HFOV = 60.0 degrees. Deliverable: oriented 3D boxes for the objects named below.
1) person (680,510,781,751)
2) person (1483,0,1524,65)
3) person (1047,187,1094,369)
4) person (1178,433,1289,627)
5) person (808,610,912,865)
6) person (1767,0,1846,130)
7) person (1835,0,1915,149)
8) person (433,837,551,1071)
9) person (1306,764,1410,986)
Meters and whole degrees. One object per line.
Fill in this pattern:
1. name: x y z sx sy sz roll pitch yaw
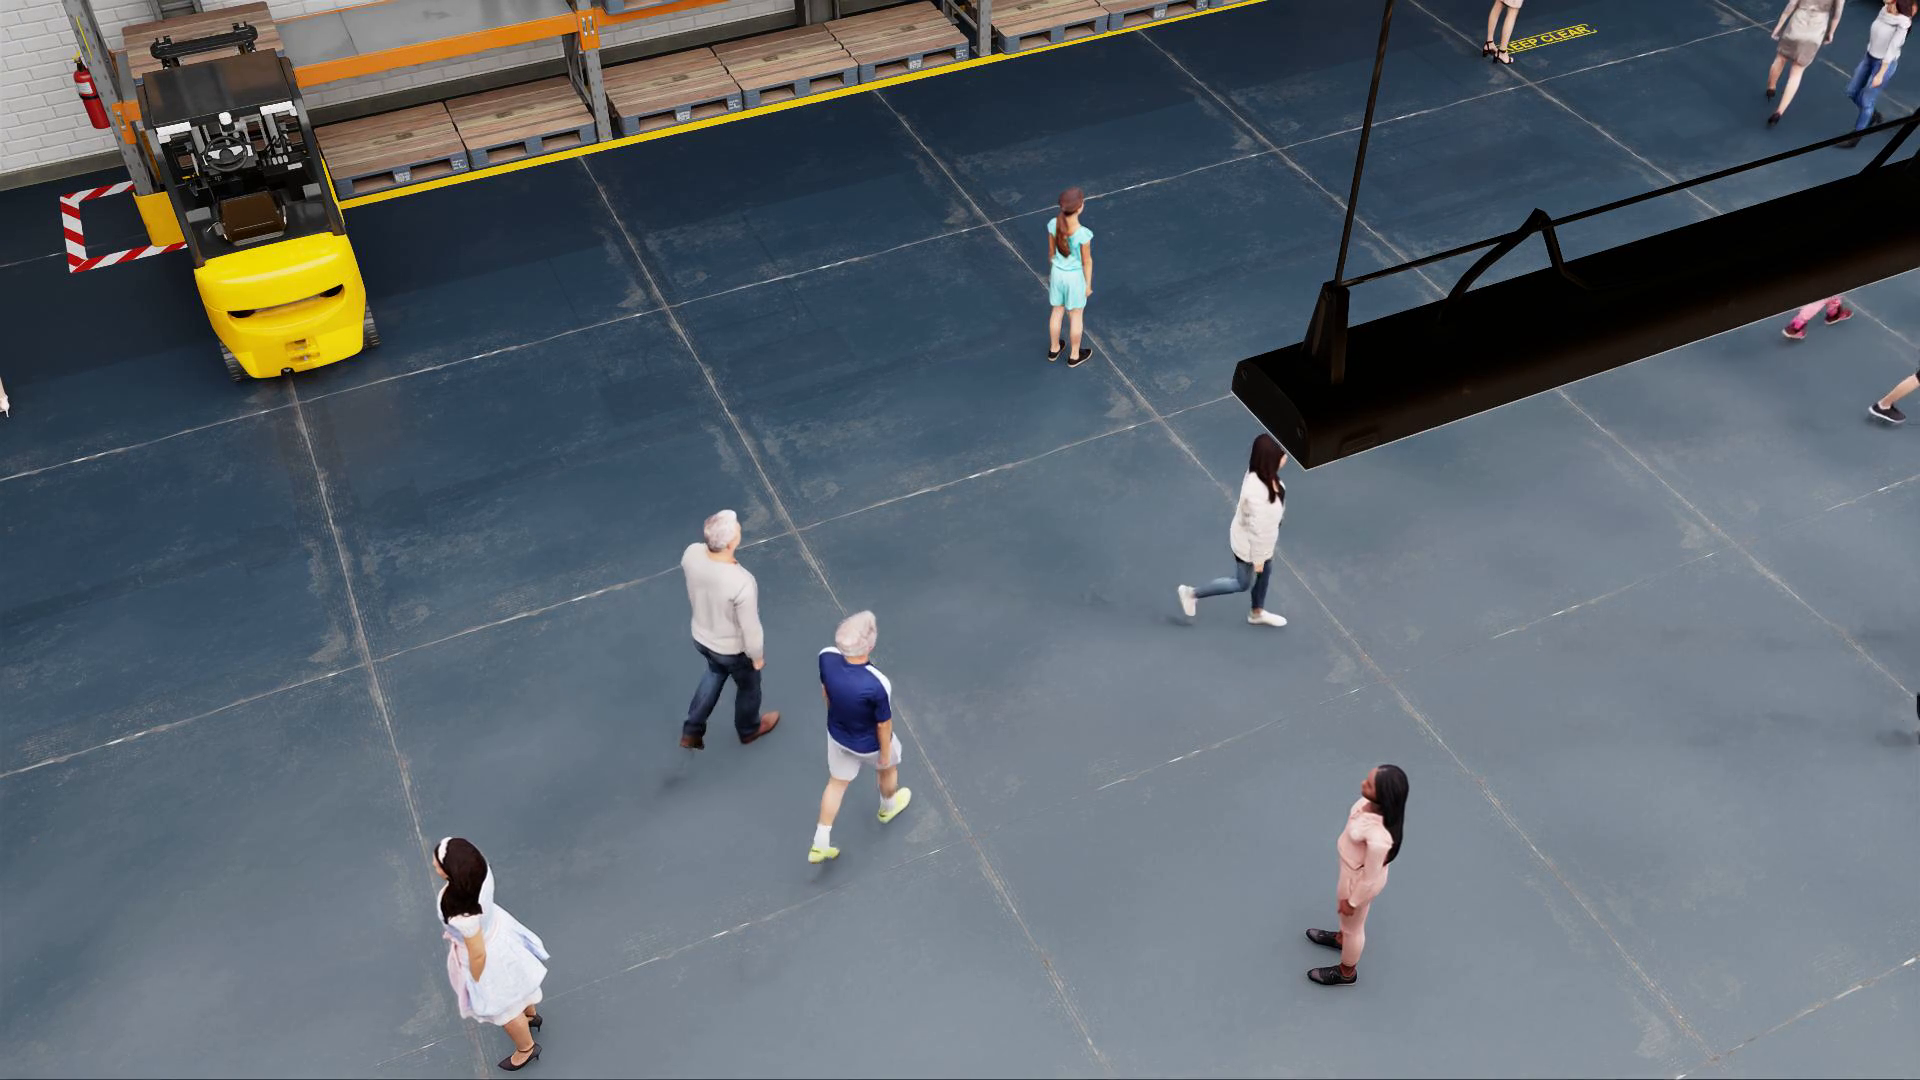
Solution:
1. person: -1.438 0.618 9.809 0.965 1.896 1.090 30 51 28
2. person: 5.467 -5.598 16.382 0.495 1.830 0.563 -17 46 -17
3. person: 0.843 -2.035 12.839 0.644 1.558 0.681 25 49 24
4. person: 1.813 -0.022 10.681 1.058 1.620 0.965 10 44 10
5. person: -0.624 1.134 9.333 1.028 1.806 1.170 21 47 20
6. person: 7.837 -4.643 15.478 1.017 1.694 1.113 18 47 18
7. person: 8.486 -4.349 15.223 0.797 1.620 0.758 -6 44 -6
8. person: -2.359 2.076 8.337 0.849 1.817 0.811 -2 44 -3
9. person: 2.110 1.749 8.749 0.726 1.722 0.701 7 44 7
